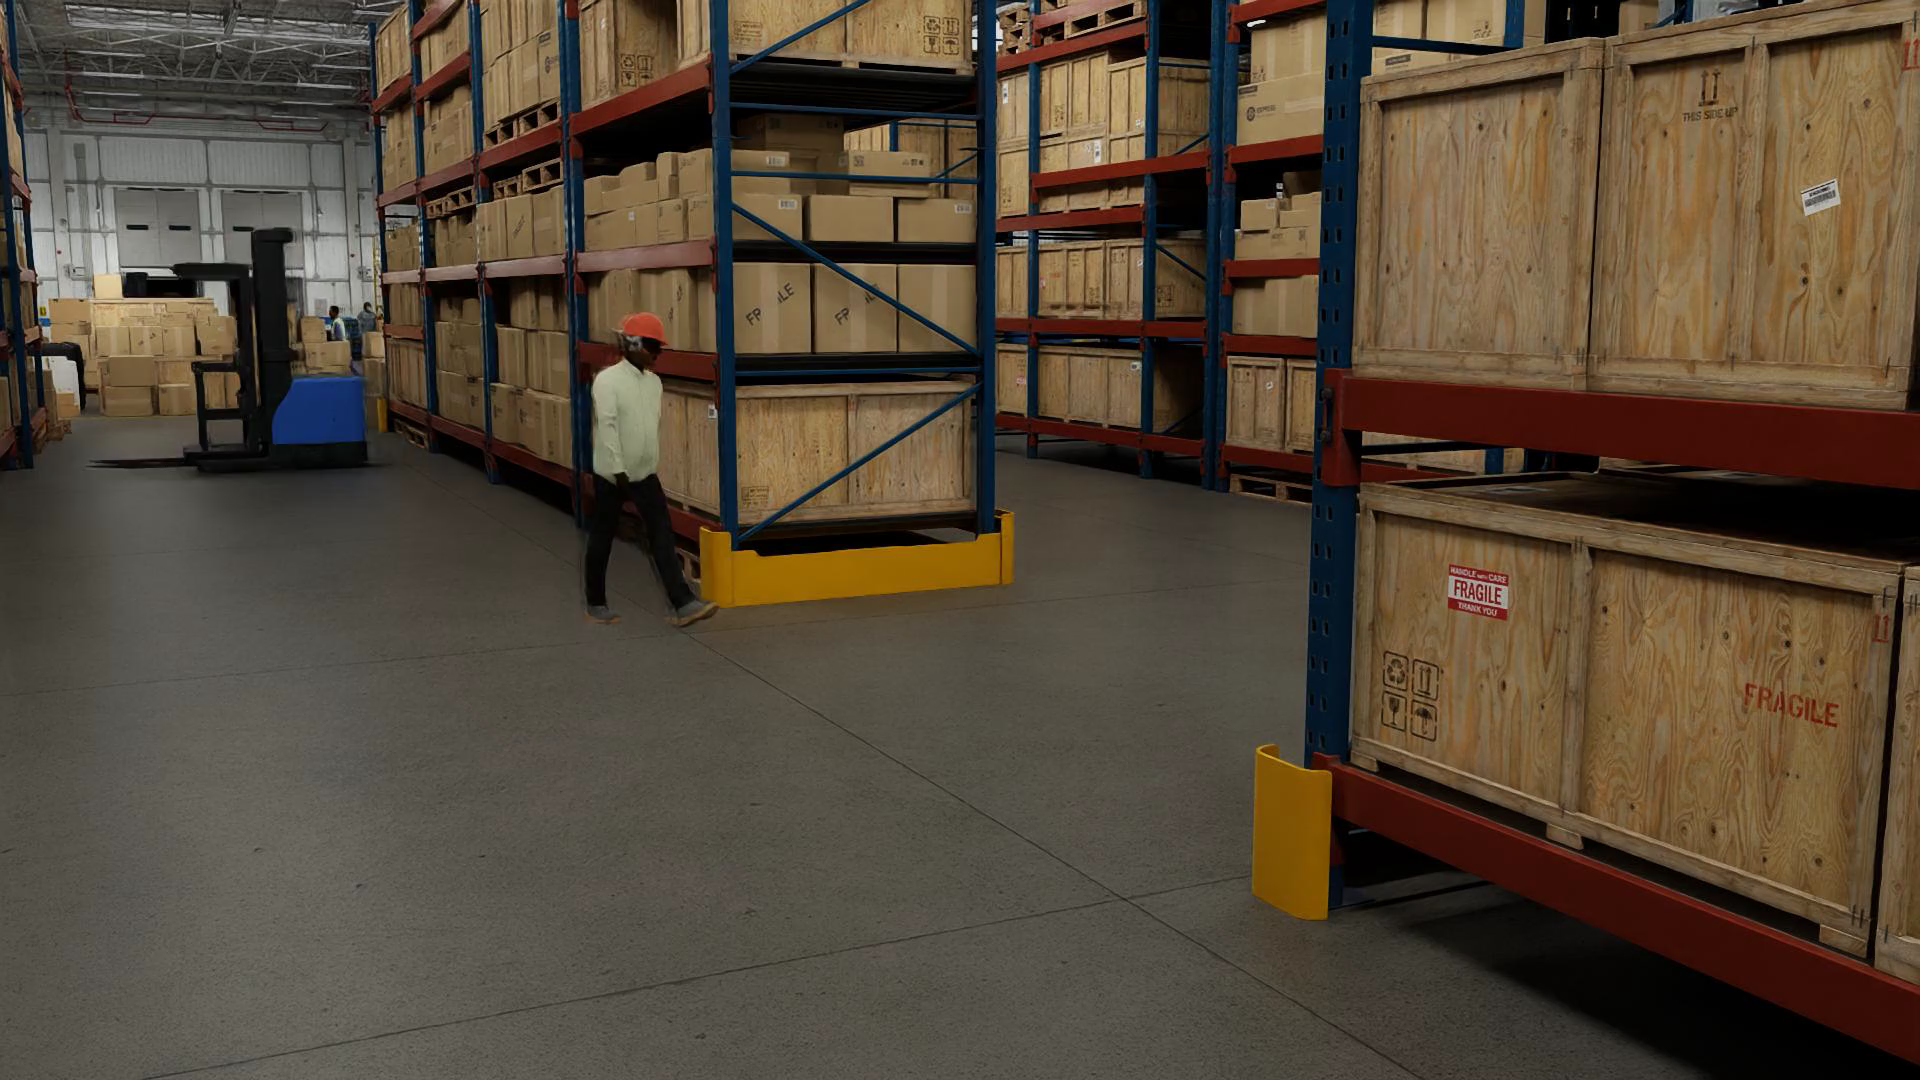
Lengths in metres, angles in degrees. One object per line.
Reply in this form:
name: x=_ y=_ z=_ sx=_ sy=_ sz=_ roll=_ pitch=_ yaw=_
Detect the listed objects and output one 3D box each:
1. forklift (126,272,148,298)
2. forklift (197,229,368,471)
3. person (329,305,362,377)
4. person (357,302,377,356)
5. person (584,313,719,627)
forklift: x=-24.861 y=-6.718 z=50.416 sx=1.873 sy=2.768 sz=1.129 roll=-8 pitch=11 yaw=-43
forklift: x=-8.159 y=-2.280 z=19.810 sx=1.873 sy=2.768 sz=1.129 roll=-4 pitch=9 yaw=-26
person: x=-14.680 y=-4.617 z=39.393 sx=0.980 sy=1.878 sz=0.593 roll=-2 pitch=9 yaw=-14
person: x=-17.945 y=-6.250 z=50.419 sx=0.352 sy=1.937 sz=0.635 roll=6 pitch=10 yaw=37
person: x=-1.952 y=-0.409 z=10.162 sx=1.021 sy=1.920 sz=0.647 roll=6 pitch=10 yaw=34
